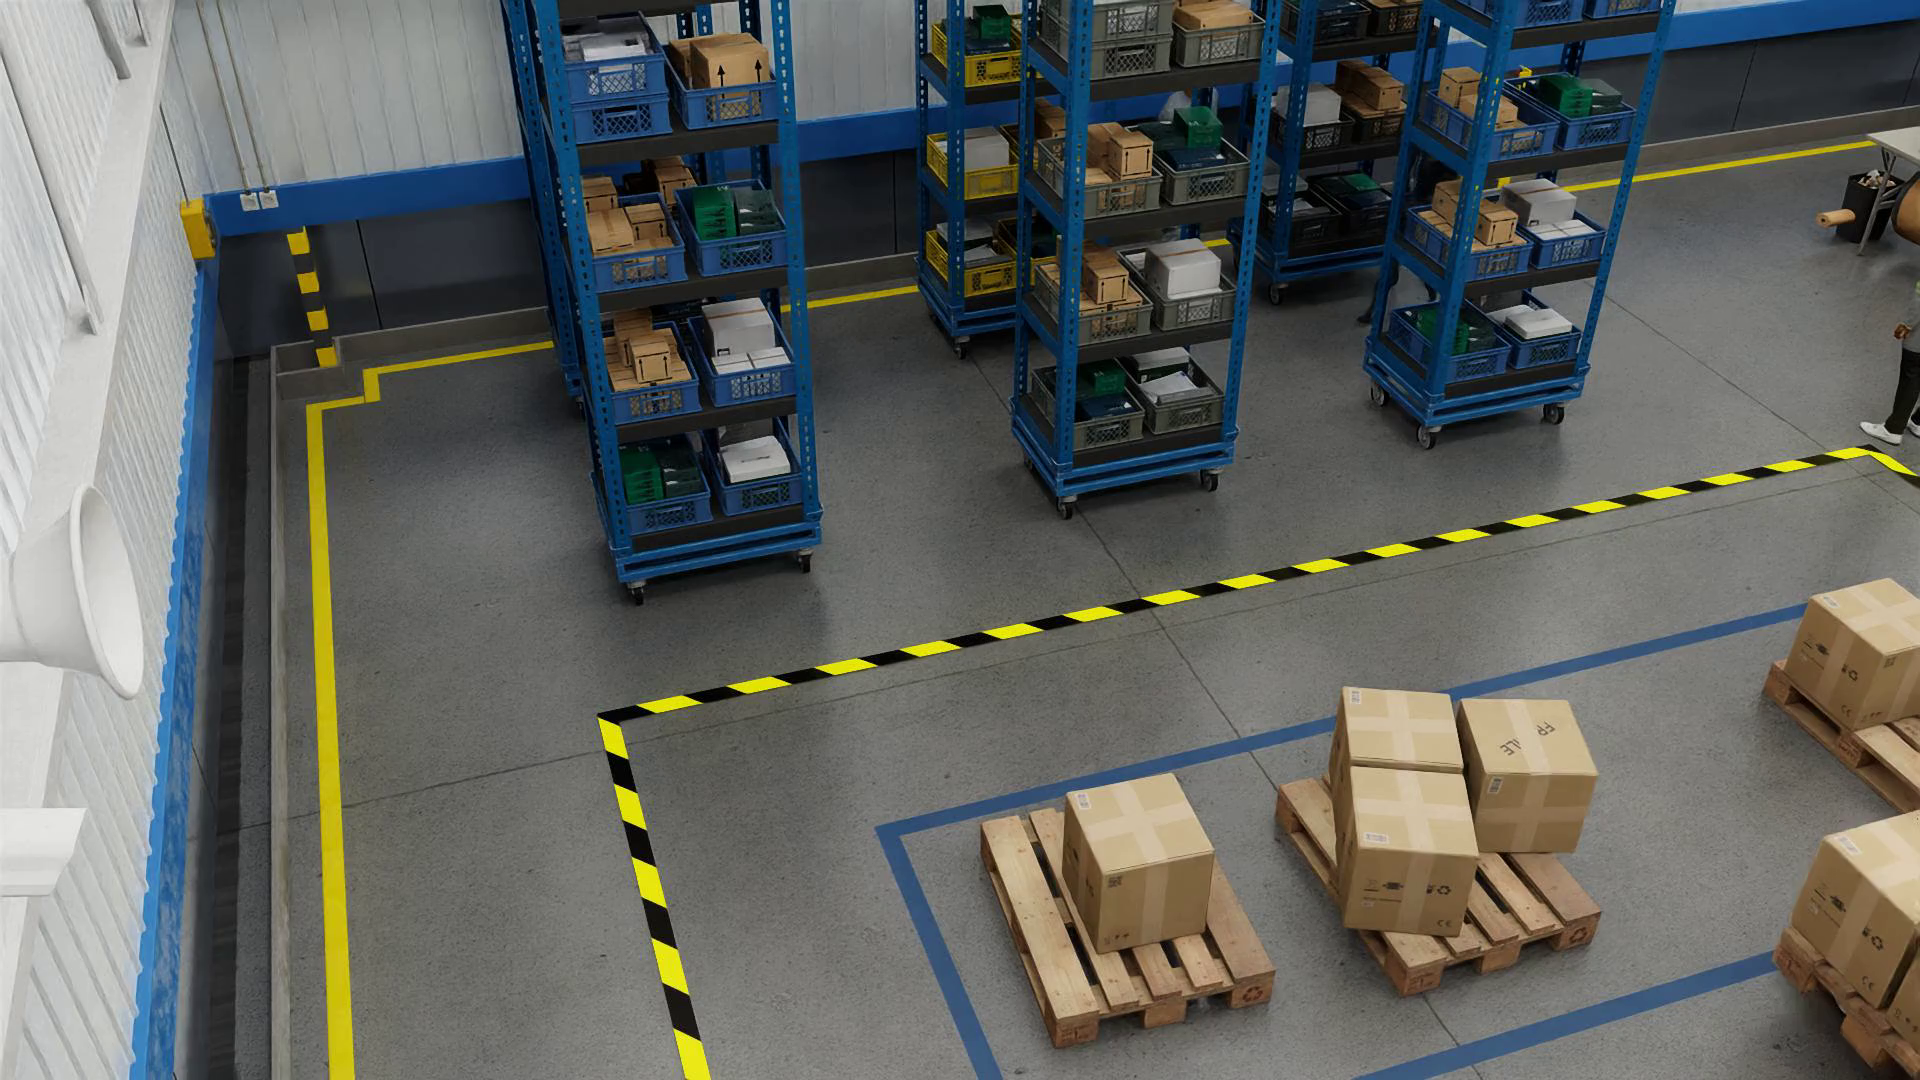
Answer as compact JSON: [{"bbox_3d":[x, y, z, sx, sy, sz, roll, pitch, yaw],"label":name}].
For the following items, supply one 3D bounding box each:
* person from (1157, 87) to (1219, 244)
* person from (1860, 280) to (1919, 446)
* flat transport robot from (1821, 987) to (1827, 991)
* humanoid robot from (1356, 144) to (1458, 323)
[{"bbox_3d":[1.694,-2.697,12.445,0.379,1.929,0.633,27,43,33],"label":"person"},{"bbox_3d":[6.331,-1.483,10.785,0.596,1.849,0.392,-12,37,-16],"label":"person"},{"bbox_3d":[4.269,2.090,7.068,0.652,0.197,1.431,-11,37,-15],"label":"flat transport robot"},{"bbox_3d":[3.370,-2.346,12.211,0.813,1.628,0.599,-17,39,-23],"label":"humanoid robot"}]
